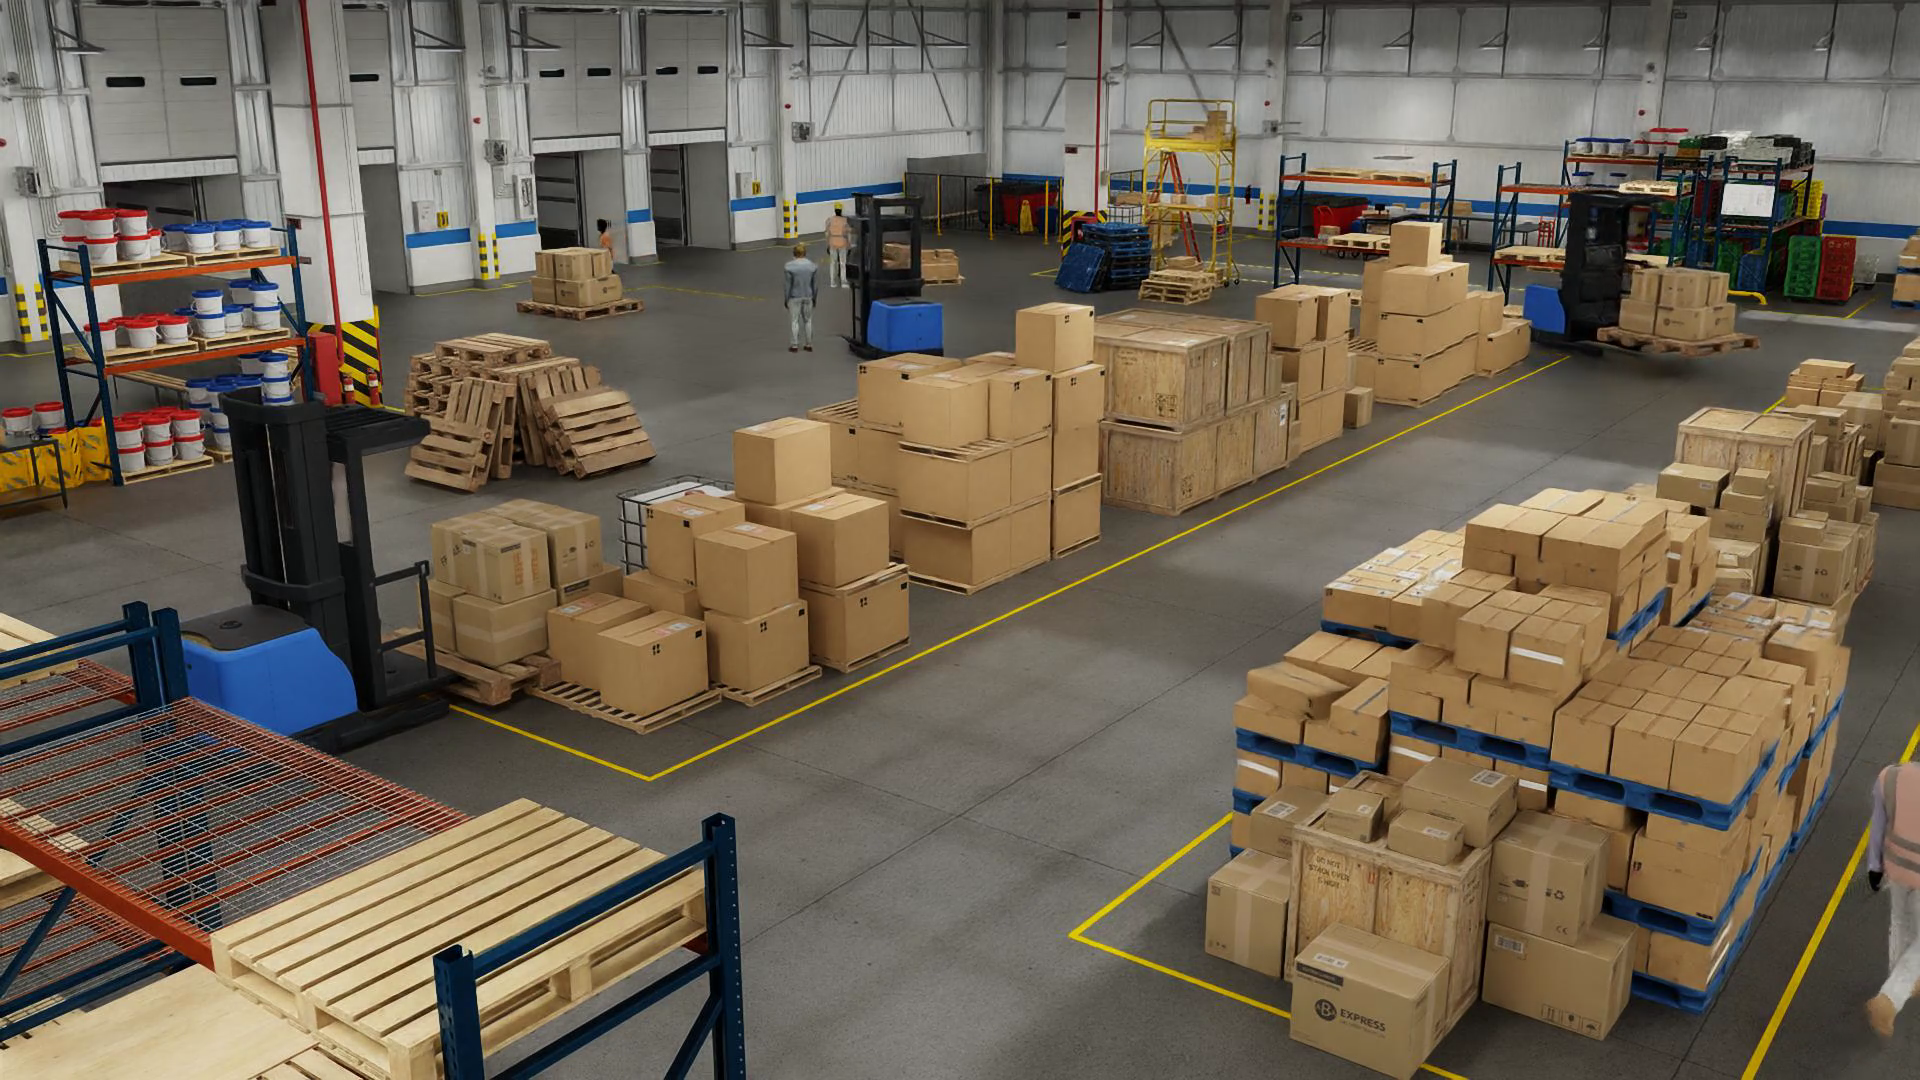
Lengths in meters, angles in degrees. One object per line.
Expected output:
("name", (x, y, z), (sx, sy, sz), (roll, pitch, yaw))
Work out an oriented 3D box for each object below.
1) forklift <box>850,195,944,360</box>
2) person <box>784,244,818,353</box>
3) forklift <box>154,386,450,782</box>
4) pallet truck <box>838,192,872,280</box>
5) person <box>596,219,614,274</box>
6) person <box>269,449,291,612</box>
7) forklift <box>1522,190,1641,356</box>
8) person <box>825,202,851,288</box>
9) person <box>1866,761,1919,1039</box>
("forklift", (-1.094, -4.530, 28.773), (1.129, 2.768, 1.873), (-7, 18, -22))
("person", (-2.832, -4.308, 29.667), (0.638, 1.926, 0.367), (-8, 19, -25))
("forklift", (-5.236, 0.232, 13.005), (1.129, 2.768, 1.873), (12, 21, 35))
("pallet truck", (-1.936, -7.159, 38.982), (1.885, 1.965, 0.823), (-12, 21, -34))
("person", (-7.770, -6.099, 36.028), (0.769, 1.663, 0.538), (-5, 18, -17))
("person", (-6.471, -0.222, 16.126), (0.376, 1.931, 0.629), (9, 19, 28))
("forklift", (11.232, -4.863, 29.877), (1.129, 2.768, 1.873), (-9, 19, -28))
("person", (-2.724, -6.614, 37.324), (0.582, 1.918, 0.406), (2, 17, 6))
("person", (5.383, 1.892, 9.331), (0.793, 1.815, 0.631), (-10, 19, -30))
